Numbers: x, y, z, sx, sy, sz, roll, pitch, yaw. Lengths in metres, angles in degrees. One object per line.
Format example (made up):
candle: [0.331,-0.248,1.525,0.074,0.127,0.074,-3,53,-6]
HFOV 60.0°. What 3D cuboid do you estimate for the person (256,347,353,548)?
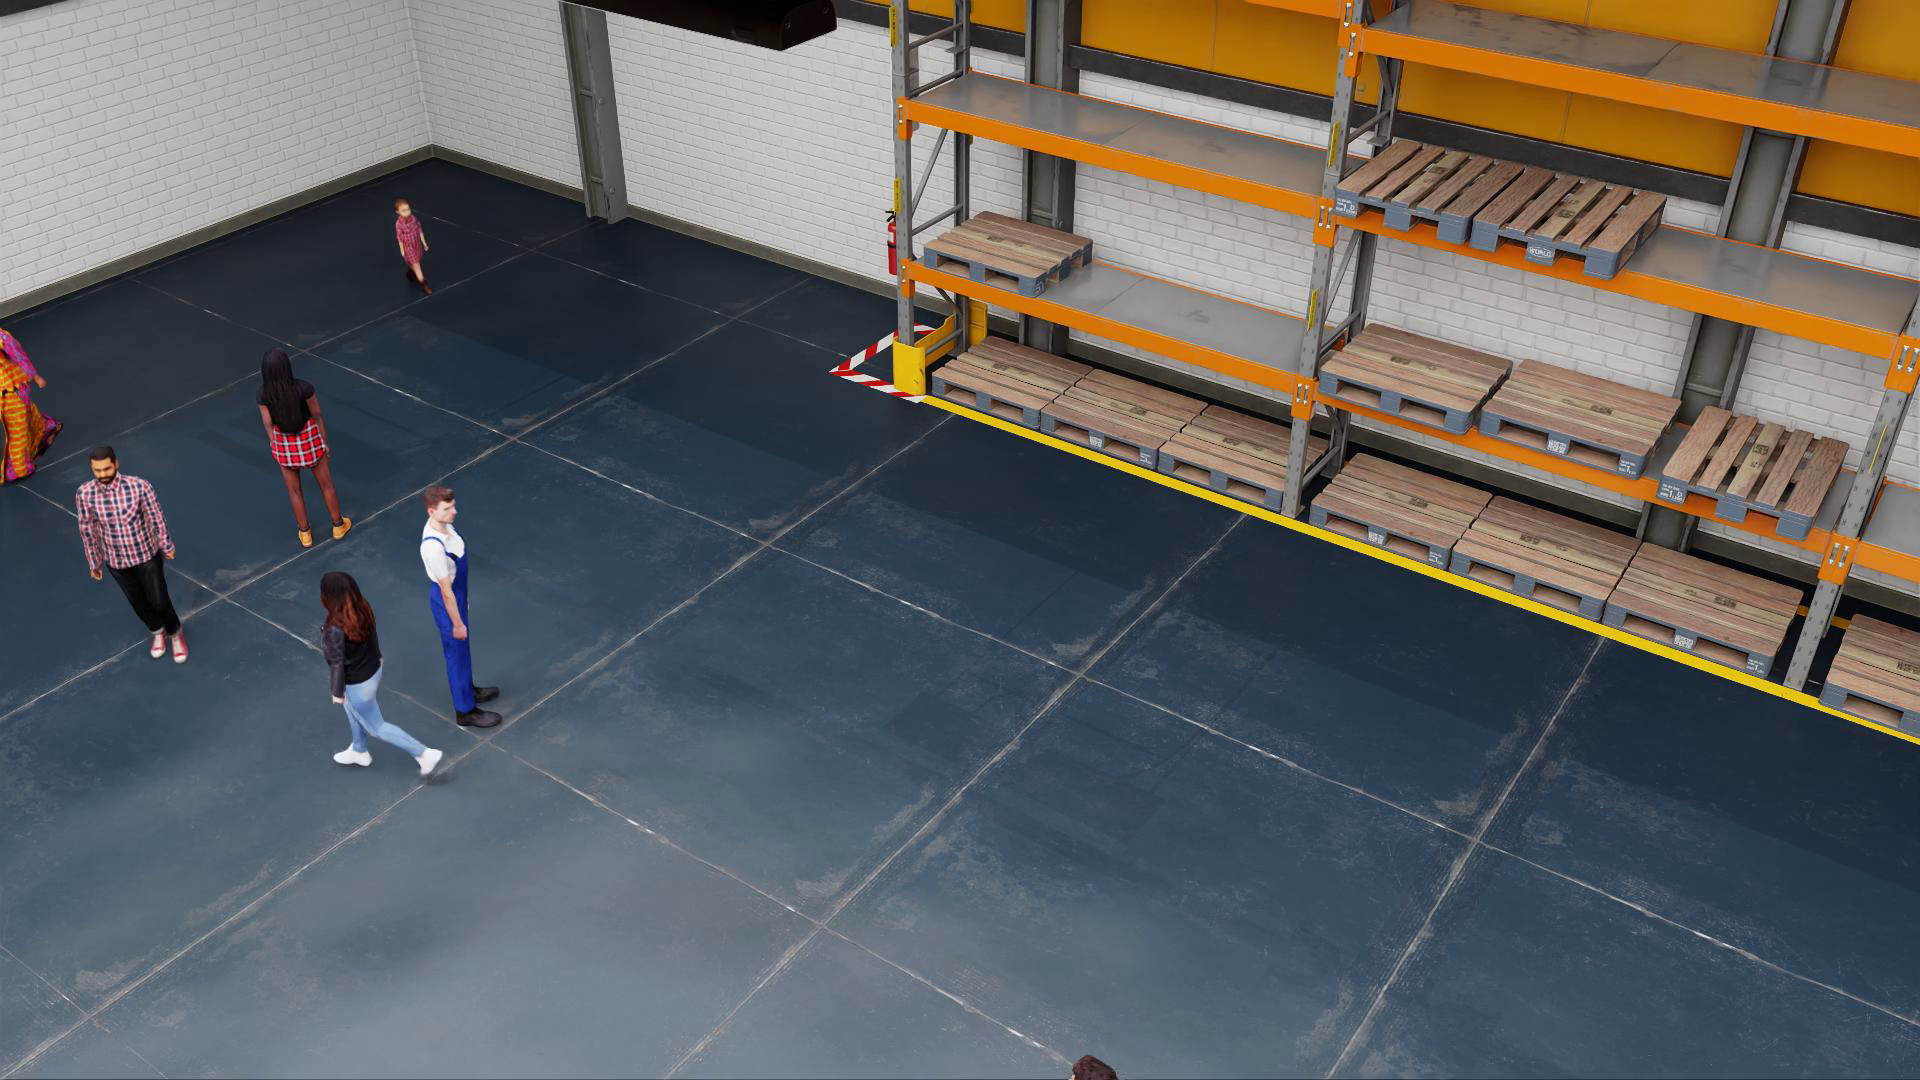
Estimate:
person: [-5.246,-0.744,13.209,0.726,1.728,0.771,-10,35,-15]

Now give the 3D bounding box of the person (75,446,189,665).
person: [-5.961,0.047,11.996,0.832,1.752,0.891,-6,34,-9]

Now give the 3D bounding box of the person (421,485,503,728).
person: [-3.466,0.431,11.332,0.780,1.849,0.720,-6,34,-9]

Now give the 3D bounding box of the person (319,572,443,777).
person: [-3.836,0.912,10.829,1.161,1.604,0.965,3,34,5]

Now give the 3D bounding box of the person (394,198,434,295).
person: [-5.759,-3.114,17.418,0.746,1.014,0.467,25,41,33]

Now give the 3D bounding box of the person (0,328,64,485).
person: [-8.136,-1.290,14.101,1.107,1.648,0.910,10,35,15]
